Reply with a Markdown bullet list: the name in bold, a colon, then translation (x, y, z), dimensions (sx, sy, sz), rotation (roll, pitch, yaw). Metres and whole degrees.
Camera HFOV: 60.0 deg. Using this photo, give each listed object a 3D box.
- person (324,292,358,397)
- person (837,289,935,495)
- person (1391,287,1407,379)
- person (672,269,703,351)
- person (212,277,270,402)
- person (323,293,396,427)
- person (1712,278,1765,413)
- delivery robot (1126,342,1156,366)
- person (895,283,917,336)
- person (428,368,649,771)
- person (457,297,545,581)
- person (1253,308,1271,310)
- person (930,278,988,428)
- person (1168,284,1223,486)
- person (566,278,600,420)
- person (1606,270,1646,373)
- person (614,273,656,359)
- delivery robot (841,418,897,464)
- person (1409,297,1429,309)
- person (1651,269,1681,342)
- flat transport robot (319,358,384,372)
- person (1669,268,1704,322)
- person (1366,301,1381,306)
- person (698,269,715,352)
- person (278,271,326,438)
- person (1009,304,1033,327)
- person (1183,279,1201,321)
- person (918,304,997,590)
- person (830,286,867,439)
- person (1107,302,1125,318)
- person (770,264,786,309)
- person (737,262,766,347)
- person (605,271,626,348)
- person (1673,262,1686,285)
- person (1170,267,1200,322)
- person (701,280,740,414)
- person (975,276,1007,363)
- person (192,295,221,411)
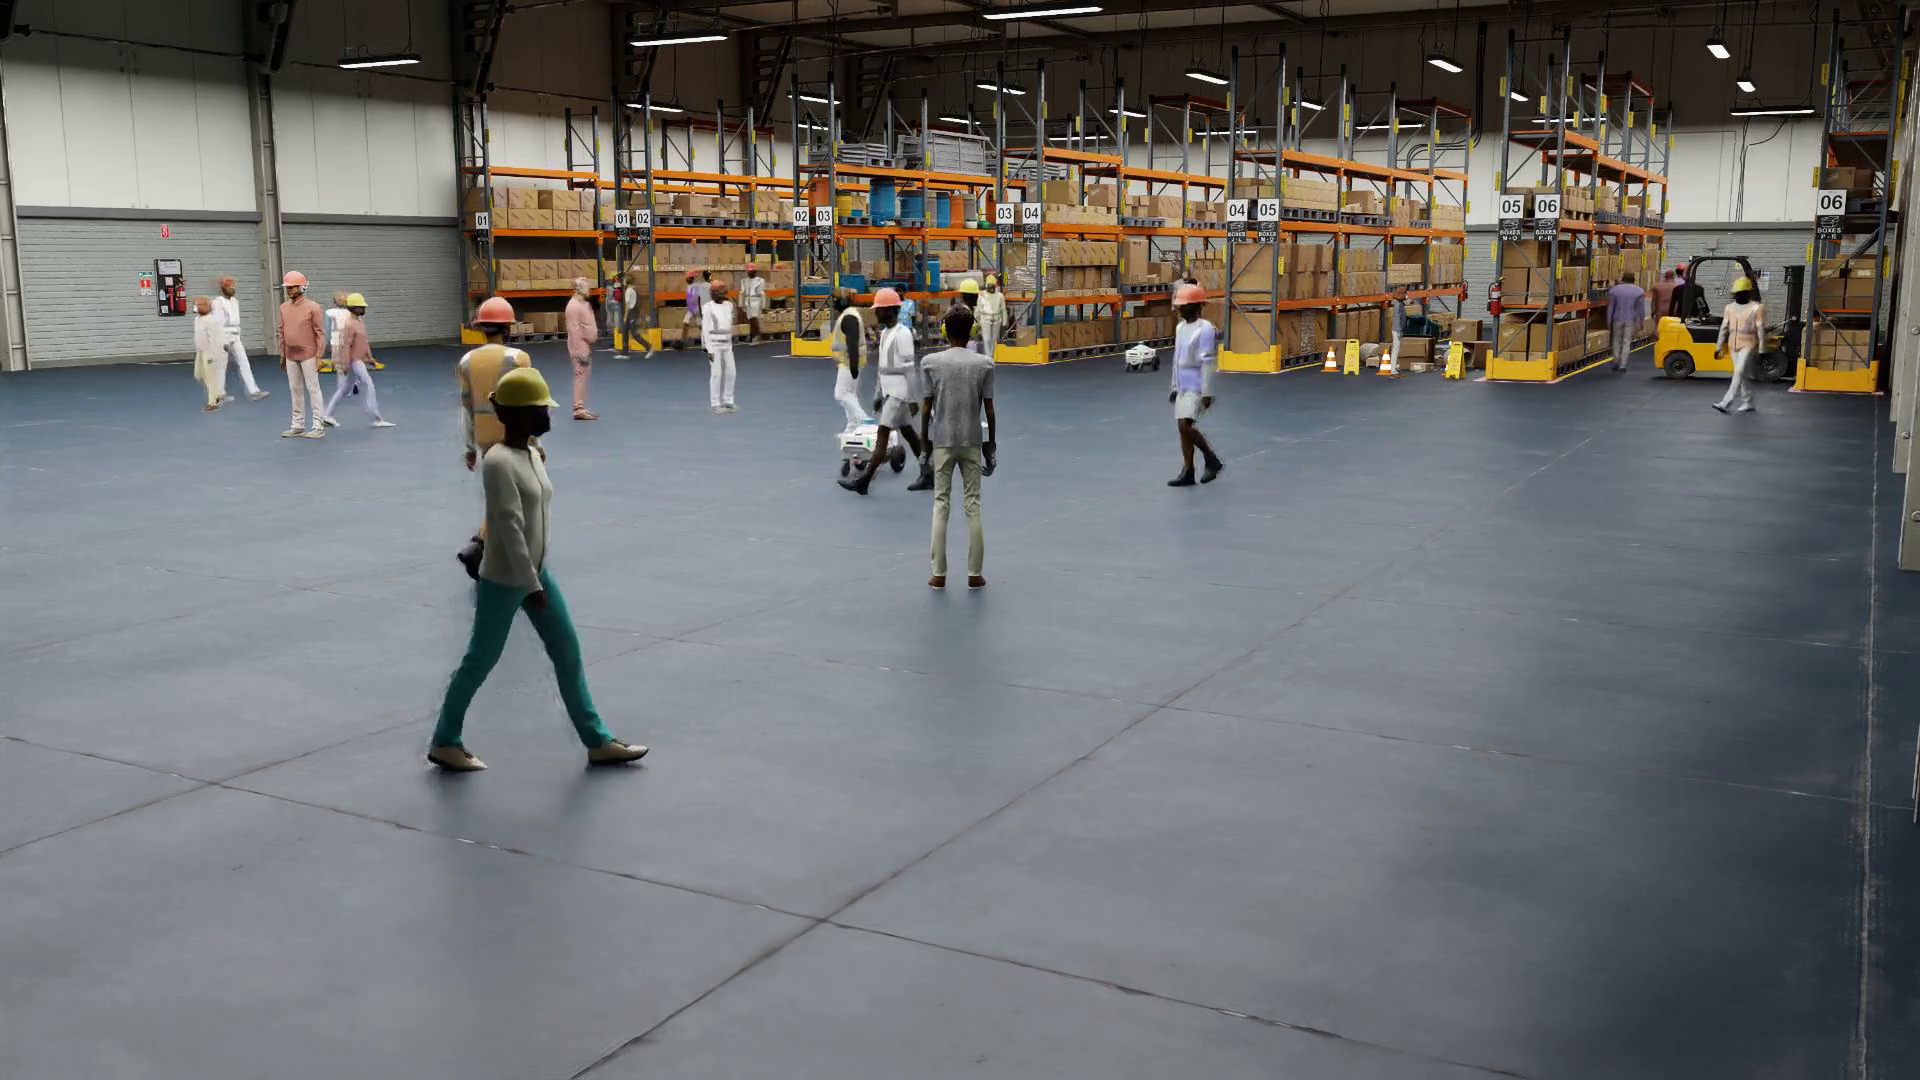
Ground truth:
- **person**: translation (-9.565, -3.022, 25.745), dimensions (0.518, 1.625, 0.381), rotation (-7, 12, -34)
- **person**: translation (-0.635, -1.359, 15.283), dimensions (1.022, 1.876, 0.551), rotation (-3, 10, -19)
- **person**: translation (7.844, -3.703, 29.709), dimensions (0.286, 1.633, 0.499), rotation (3, 10, 16)
- **person**: translation (-6.158, -5.277, 38.241), dimensions (0.556, 1.874, 1.008), rotation (9, 13, 41)
- **person**: translation (-10.786, -2.971, 24.784), dimensions (0.901, 1.846, 0.609), rotation (2, 10, 11)
- **person**: translation (-7.723, -2.278, 21.130), dimensions (0.933, 1.717, 0.521), rotation (-1, 10, -7)
- **person**: translation (10.829, -2.697, 23.130), dimensions (1.018, 1.869, 0.619), rotation (-5, 11, -28)
- **delivery robot**: translation (3.418, -3.503, 31.417), dimensions (0.477, 0.478, 0.707), rotation (6, 11, 30)
- **person**: translation (-1.067, -3.860, 30.506), dimensions (0.541, 1.680, 0.506), rotation (-3, 10, -15)
- **person**: translation (-1.844, 0.141, 6.973), dimensions (0.922, 1.721, 0.527), rotation (1, 10, 9)
- **person**: translation (-3.157, -0.683, 11.252), dimensions (0.542, 1.911, 0.918), rotation (4, 11, 24)
- **person**: translation (6.845, -5.116, 37.108), dimensions (0.610, 1.941, 0.871), rotation (4, 11, 24)
- **person**: translation (-0.004, -2.356, 21.062), dimensions (0.791, 1.901, 0.591), rotation (-1, 10, -4)
- **person**: translation (2.178, -1.448, 15.689), dimensions (0.438, 1.923, 0.546), rotation (-4, 10, -22)
- **person**: translation (-5.019, -2.544, 22.207), dimensions (0.404, 1.885, 0.649), rotation (0, 10, 1)
- **person**: translation (12.472, -4.081, 31.129), dimensions (0.663, 1.897, 0.939), rotation (5, 11, 26)
- **person**: translation (-6.865, -4.703, 35.032), dimensions (0.837, 1.822, 0.520), rotation (-1, 10, -5)
- **delivery robot**: translation (-0.904, -0.971, 16.596), dimensions (0.477, 0.478, 0.707), rotation (4, 10, 22)
- **person**: translation (12.714, -6.575, 46.070), dimensions (0.967, 1.782, 0.675), rotation (2, 10, 9)
- **person**: translation (16.073, -5.218, 37.839), dimensions (0.654, 1.882, 0.687), rotation (5, 11, 26)
- **flat transport robot**: translation (-11.731, -3.327, 31.492), dimensions (0.652, 0.197, 1.431), rotation (7, 12, 35)
- **person**: translation (14.806, -4.578, 33.921), dimensions (0.636, 1.951, 1.015), rotation (6, 12, 33)
- **person**: translation (11.047, -6.271, 44.234), dimensions (0.657, 1.800, 0.934), rotation (5, 11, 28)
- **person**: translation (-5.688, -5.174, 37.617), dimensions (0.526, 1.876, 0.324), rotation (5, 11, 29)
- **person**: translation (-7.905, -2.215, 19.942), dimensions (0.622, 1.993, 0.383), rotation (3, 10, 18)
- **person**: translation (1.345, -5.026, 37.200), dimensions (0.491, 1.725, 0.605), rotation (5, 11, 26)
- **person**: translation (4.955, -4.734, 35.561), dimensions (0.318, 1.697, 0.535), rotation (-8, 13, -40)
- **person**: translation (-0.018, -0.598, 10.874), dimensions (0.516, 1.865, 0.312), rotation (0, 10, -1)
- **person**: translation (-1.313, -2.079, 19.651), dimensions (0.436, 1.823, 0.667), rotation (-1, 10, -4)
- **person**: translation (4.402, -6.731, 47.159), dimensions (0.532, 1.733, 0.866), rotation (5, 11, 25)
- **person**: translation (-5.236, -6.856, 47.252), dimensions (0.640, 1.942, 0.995), rotation (7, 12, 36)
- **person**: translation (-5.027, -5.627, 39.846), dimensions (0.615, 2.013, 0.765), rotation (5, 11, 27)
- **person**: translation (-8.210, -5.491, 39.655), dimensions (0.609, 1.811, 0.474), rotation (6, 11, 32)
- **person**: translation (17.393, -5.696, 40.278), dimensions (0.630, 2.044, 0.715), rotation (5, 11, 28)
- **person**: translation (5.199, -5.364, 38.590), dimensions (0.640, 1.916, 0.632), rotation (6, 11, 30)
- **person**: translation (-3.330, -2.654, 22.923), dimensions (0.469, 1.851, 0.622), rotation (7, 12, 37)
- **person**: translation (0.627, -4.205, 32.181), dimensions (0.621, 1.785, 0.898), rotation (-2, 10, -13)
- **person**: translation (-10.634, -2.623, 23.441), dimensions (0.507, 1.639, 0.304), rotation (7, 12, 37)
